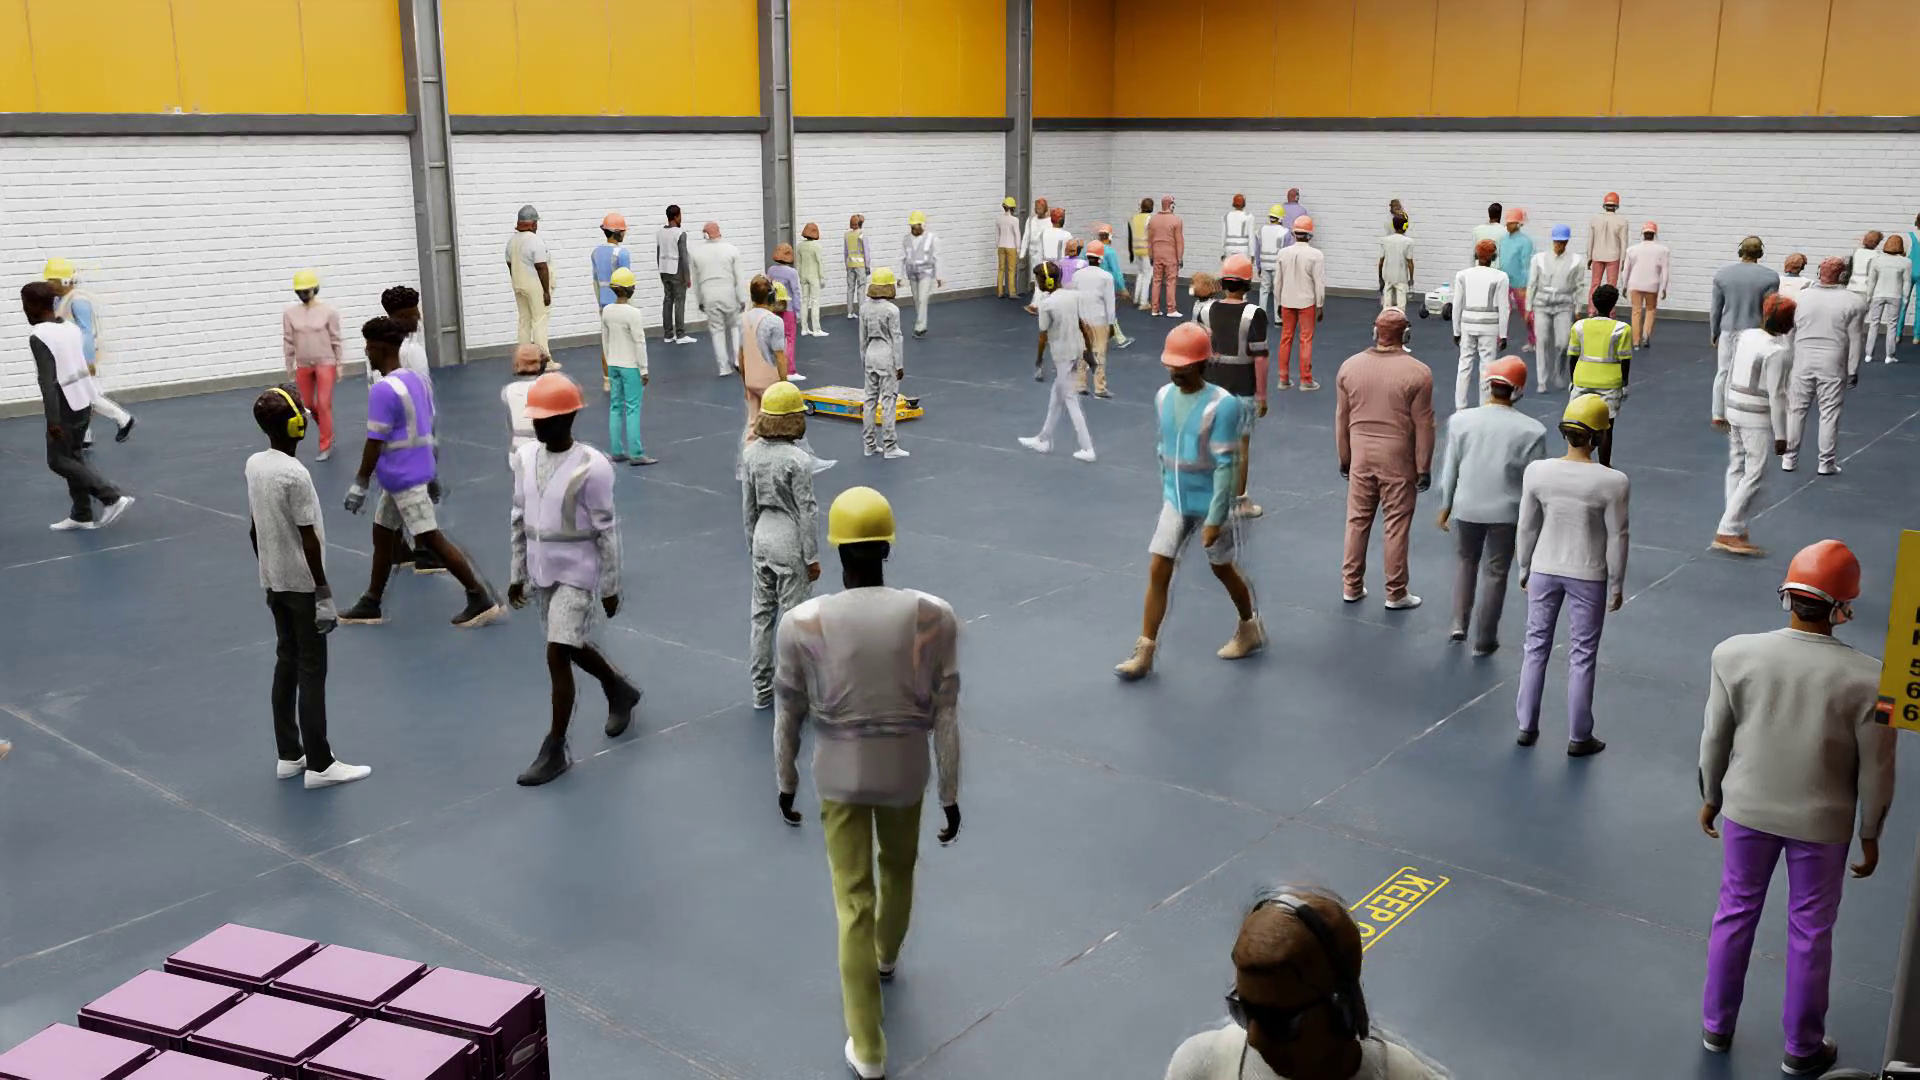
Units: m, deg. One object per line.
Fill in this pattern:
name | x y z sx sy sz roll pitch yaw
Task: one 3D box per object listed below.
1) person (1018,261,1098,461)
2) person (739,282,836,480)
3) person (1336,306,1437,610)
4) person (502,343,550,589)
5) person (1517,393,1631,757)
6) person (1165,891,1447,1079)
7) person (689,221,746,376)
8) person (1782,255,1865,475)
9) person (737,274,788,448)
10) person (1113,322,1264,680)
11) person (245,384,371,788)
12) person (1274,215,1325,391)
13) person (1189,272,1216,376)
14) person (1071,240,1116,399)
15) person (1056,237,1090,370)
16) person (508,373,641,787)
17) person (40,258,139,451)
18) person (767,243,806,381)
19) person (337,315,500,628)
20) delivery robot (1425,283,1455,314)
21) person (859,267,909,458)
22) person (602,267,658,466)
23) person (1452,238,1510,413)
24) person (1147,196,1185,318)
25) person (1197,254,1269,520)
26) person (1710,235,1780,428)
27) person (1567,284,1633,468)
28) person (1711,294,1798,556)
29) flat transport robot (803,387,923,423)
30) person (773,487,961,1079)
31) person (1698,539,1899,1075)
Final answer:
person | 0.890 -1.637 15.199 0.903 1.799 0.598 11 18 37
person | -1.508 -1.345 14.224 0.850 1.704 0.494 1 14 4
person | 2.686 -0.511 10.479 0.650 1.913 0.409 11 18 38
person | -2.757 -0.480 10.938 0.584 1.610 0.392 8 16 29
person | 2.957 0.171 8.050 0.532 1.768 0.311 11 18 38
person | 0.617 1.422 2.924 0.550 1.827 0.559 3 14 13
person | -2.931 -2.926 20.223 0.675 1.872 0.453 1 14 3
person | 7.517 -1.519 14.516 0.650 1.907 0.409 11 18 38
person | -1.565 -1.224 13.461 0.513 1.846 0.340 11 18 38
person | 1.328 -0.230 9.242 1.052 1.992 0.608 -12 18 -39
person | -3.036 0.215 7.653 0.531 1.876 0.322 11 18 38
person | 3.908 -2.717 19.118 0.621 1.997 0.372 11 18 38
person | 2.315 -1.786 16.167 0.600 1.615 0.502 0 14 -1
person | 1.502 -2.462 18.584 0.571 1.755 0.319 11 18 38
person | 1.410 -2.936 20.719 0.521 1.640 0.306 11 18 38
person | -1.842 0.131 7.928 0.544 1.908 0.914 9 17 32
person | -8.132 -1.715 15.475 0.617 1.821 0.604 12 19 40
person | -2.086 -2.721 19.872 0.506 1.633 0.279 11 18 38
person | -3.317 -0.395 10.035 1.031 1.917 0.614 -1 14 -5
delivery robot | 7.637 -3.813 26.232 0.477 0.478 0.707 13 19 41
person | -0.701 -1.624 15.269 0.492 1.744 0.295 11 18 38
person | -2.985 -1.550 14.918 0.532 1.772 0.300 11 18 38
person | 5.308 -2.120 16.963 0.583 1.884 0.350 11 18 38
person | 3.284 -4.490 26.387 0.650 1.907 0.409 11 18 38
person | 2.116 -1.179 12.872 0.614 2.048 0.361 11 18 38
person | 7.819 -2.062 16.620 0.635 1.939 0.366 11 18 38
person | 5.432 -1.324 14.154 0.540 1.700 0.316 11 18 38
person | 5.633 -0.828 11.862 0.483 1.862 0.705 -1 14 -5
flat transport robot | -1.141 -1.441 17.521 1.431 0.197 0.652 11 18 38
person | -0.317 0.751 5.524 0.595 1.868 0.993 -3 14 -11
person | 2.673 0.854 5.344 0.571 1.751 0.329 11 18 38
